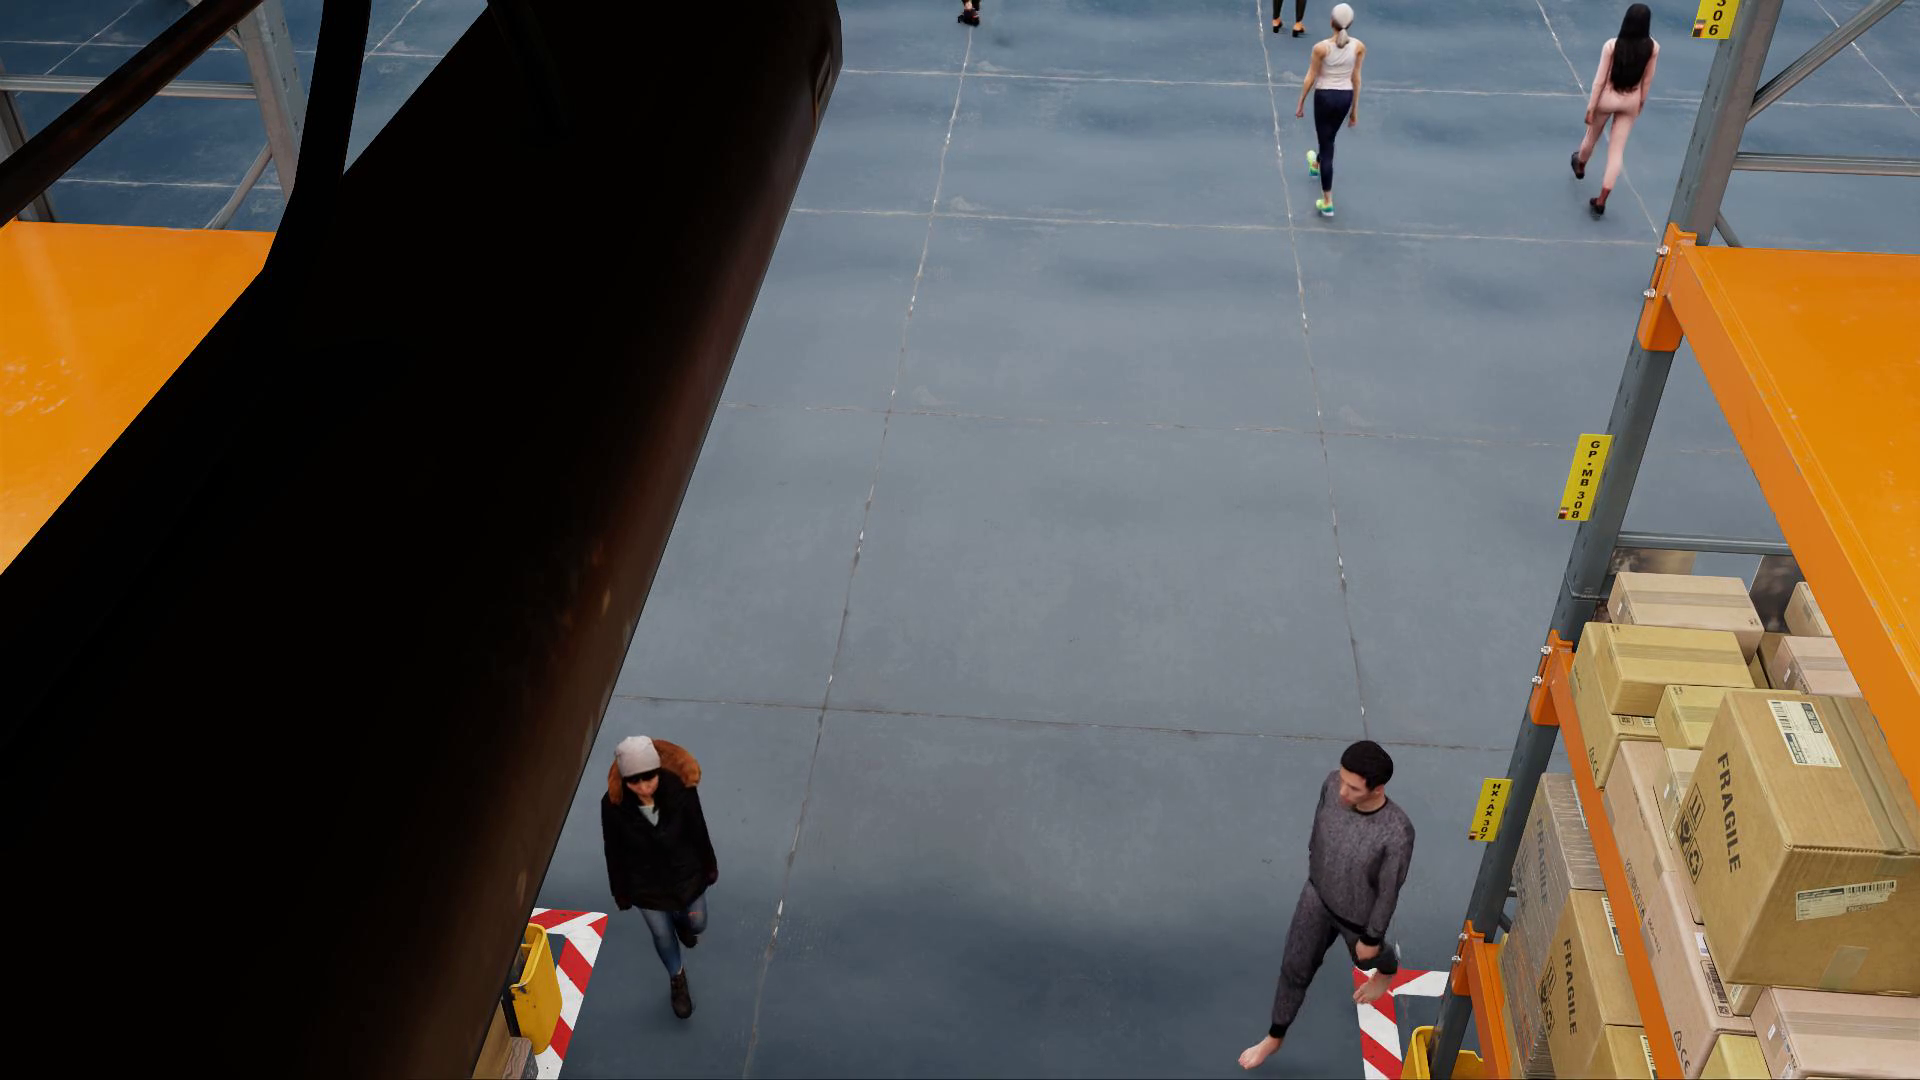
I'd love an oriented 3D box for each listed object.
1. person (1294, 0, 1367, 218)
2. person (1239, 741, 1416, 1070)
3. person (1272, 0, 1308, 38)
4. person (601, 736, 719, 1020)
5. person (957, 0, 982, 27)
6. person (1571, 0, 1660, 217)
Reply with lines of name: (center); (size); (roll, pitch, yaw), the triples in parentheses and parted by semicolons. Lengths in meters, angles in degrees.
person: (3.057, -3.467, 13.586); (0.781, 1.655, 1.223); (-4, 38, -4)
person: (1.732, 1.499, 7.112); (1.229, 1.810, 1.190); (-24, 44, -28)
person: (3.377, -5.940, 16.712); (0.687, 1.699, 0.676); (19, 42, 23)
person: (-1.325, 1.416, 7.371); (0.791, 1.622, 0.879); (-12, 40, -15)
person: (0.157, -6.037, 16.833); (0.741, 1.701, 0.796); (-25, 45, -29)
person: (5.377, -3.475, 13.580); (0.629, 1.675, 1.089); (4, 38, 4)
